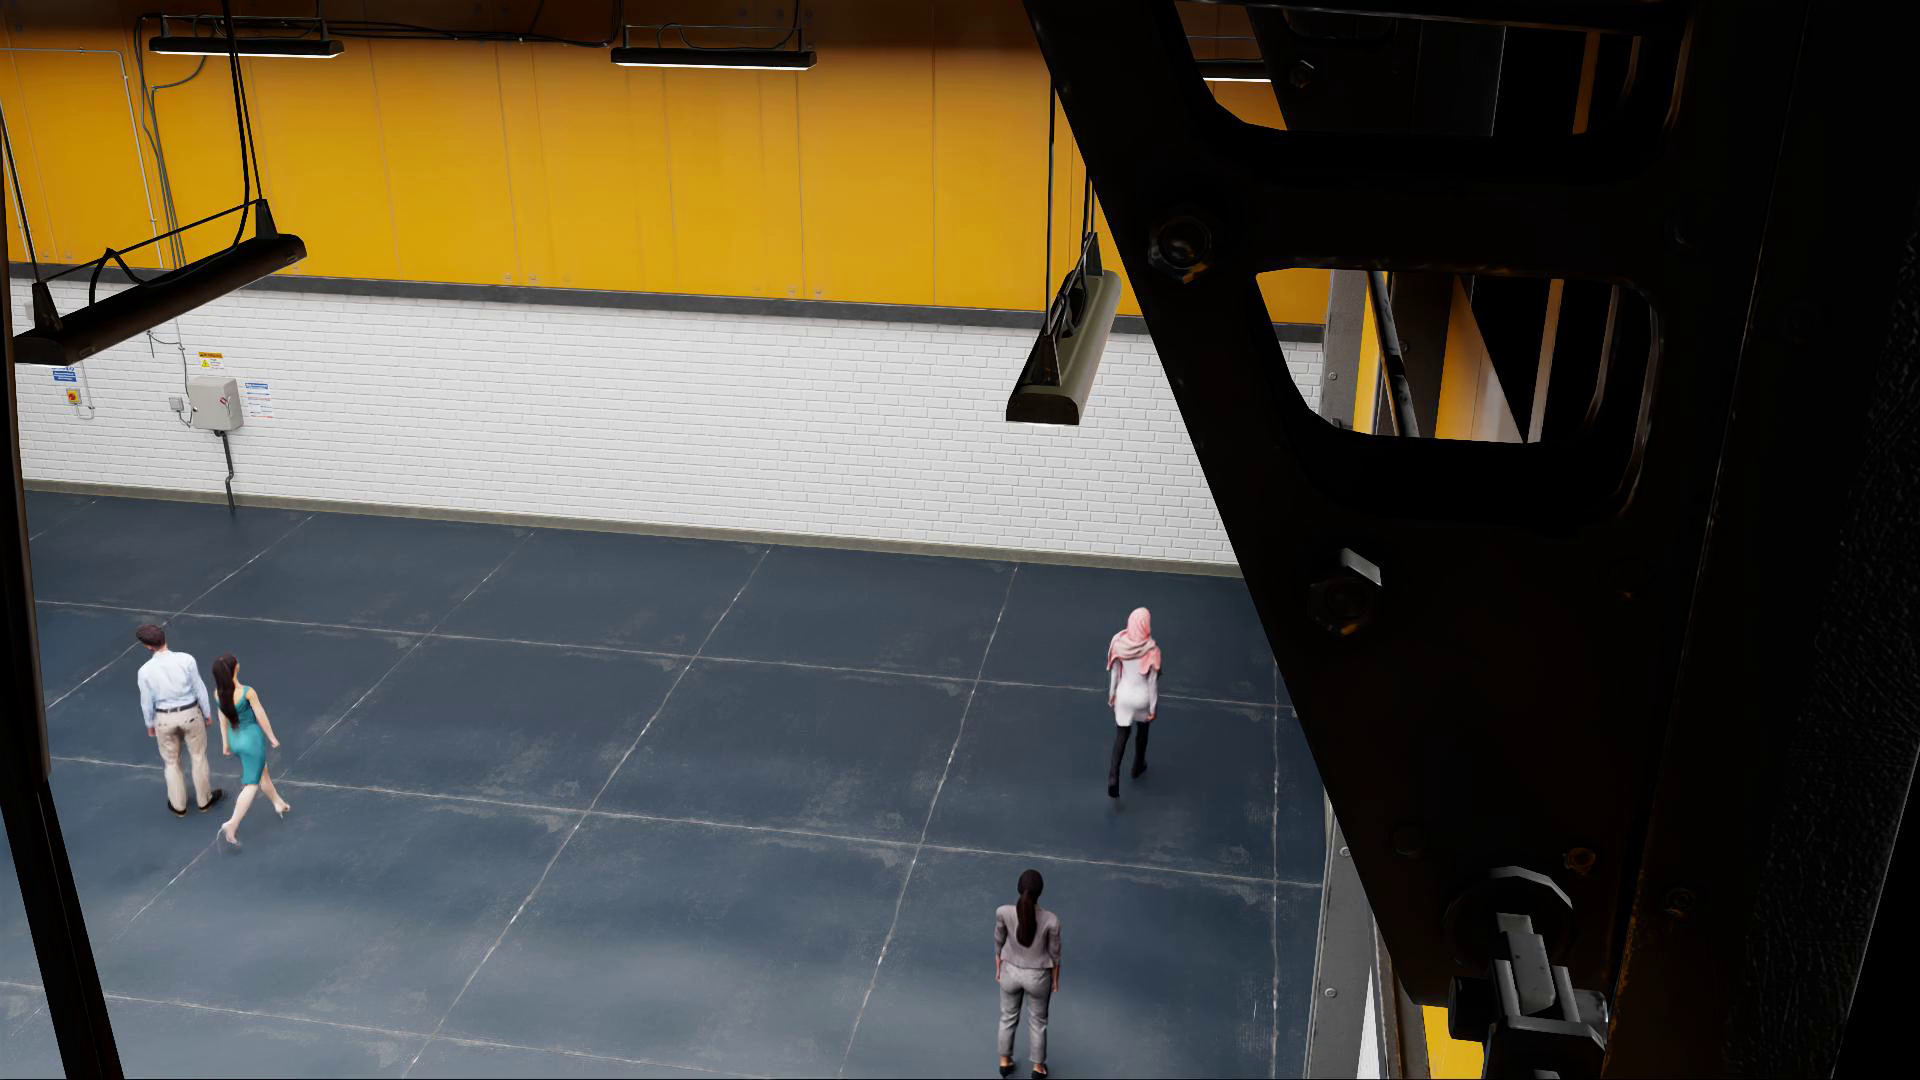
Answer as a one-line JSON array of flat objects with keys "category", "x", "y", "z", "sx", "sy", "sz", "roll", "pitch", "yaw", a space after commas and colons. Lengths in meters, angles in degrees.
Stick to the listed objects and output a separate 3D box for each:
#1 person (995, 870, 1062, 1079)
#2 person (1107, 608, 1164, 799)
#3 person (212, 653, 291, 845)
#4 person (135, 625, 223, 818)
[{"category": "person", "x": 0.447, "y": 2.979, "z": 11.316, "sx": 0.620, "sy": 1.675, "sz": 0.579, "roll": 6, "pitch": 24, "yaw": 13}, {"category": "person", "x": 1.506, "y": 1.453, "z": 14.677, "sx": 0.797, "sy": 1.779, "sz": 1.147, "roll": 10, "pitch": 26, "yaw": 22}, {"category": "person", "x": -6.084, "y": 1.789, "z": 14.068, "sx": 0.642, "sy": 1.651, "sz": 0.983, "roll": 7, "pitch": 25, "yaw": 16}, {"category": "person", "x": -6.764, "y": 1.541, "z": 14.403, "sx": 0.780, "sy": 1.838, "sz": 0.794, "roll": -4, "pitch": 24, "yaw": -8}]
